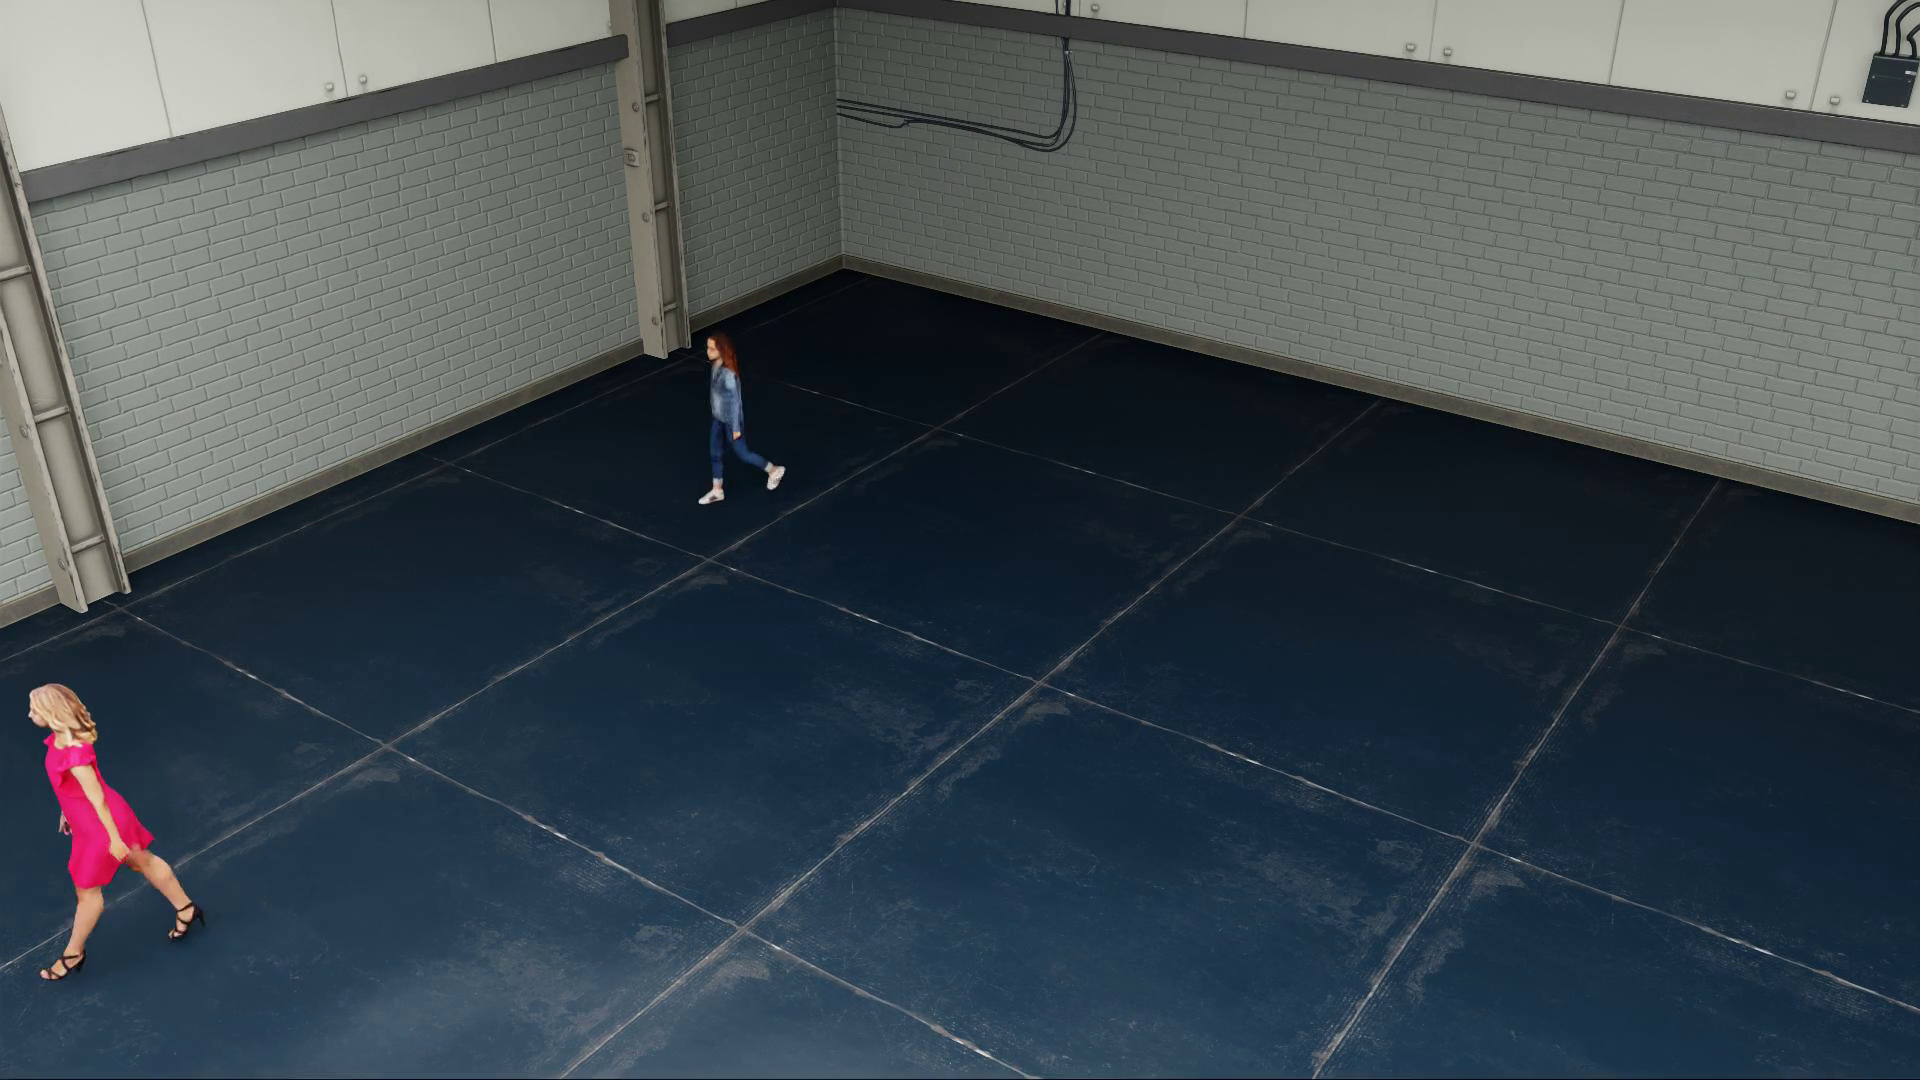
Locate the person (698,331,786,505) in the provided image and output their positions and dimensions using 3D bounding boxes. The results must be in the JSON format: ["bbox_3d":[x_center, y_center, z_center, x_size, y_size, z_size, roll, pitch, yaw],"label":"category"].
[{"bbox_3d":[-1.768,-0.980,13.297,1.049,1.450,0.852,-14,31,-24],"label":"person"}]

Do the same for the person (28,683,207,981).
[{"bbox_3d":[-4.287,1.437,8.509,1.108,1.685,0.866,-16,32,-27],"label":"person"}]
